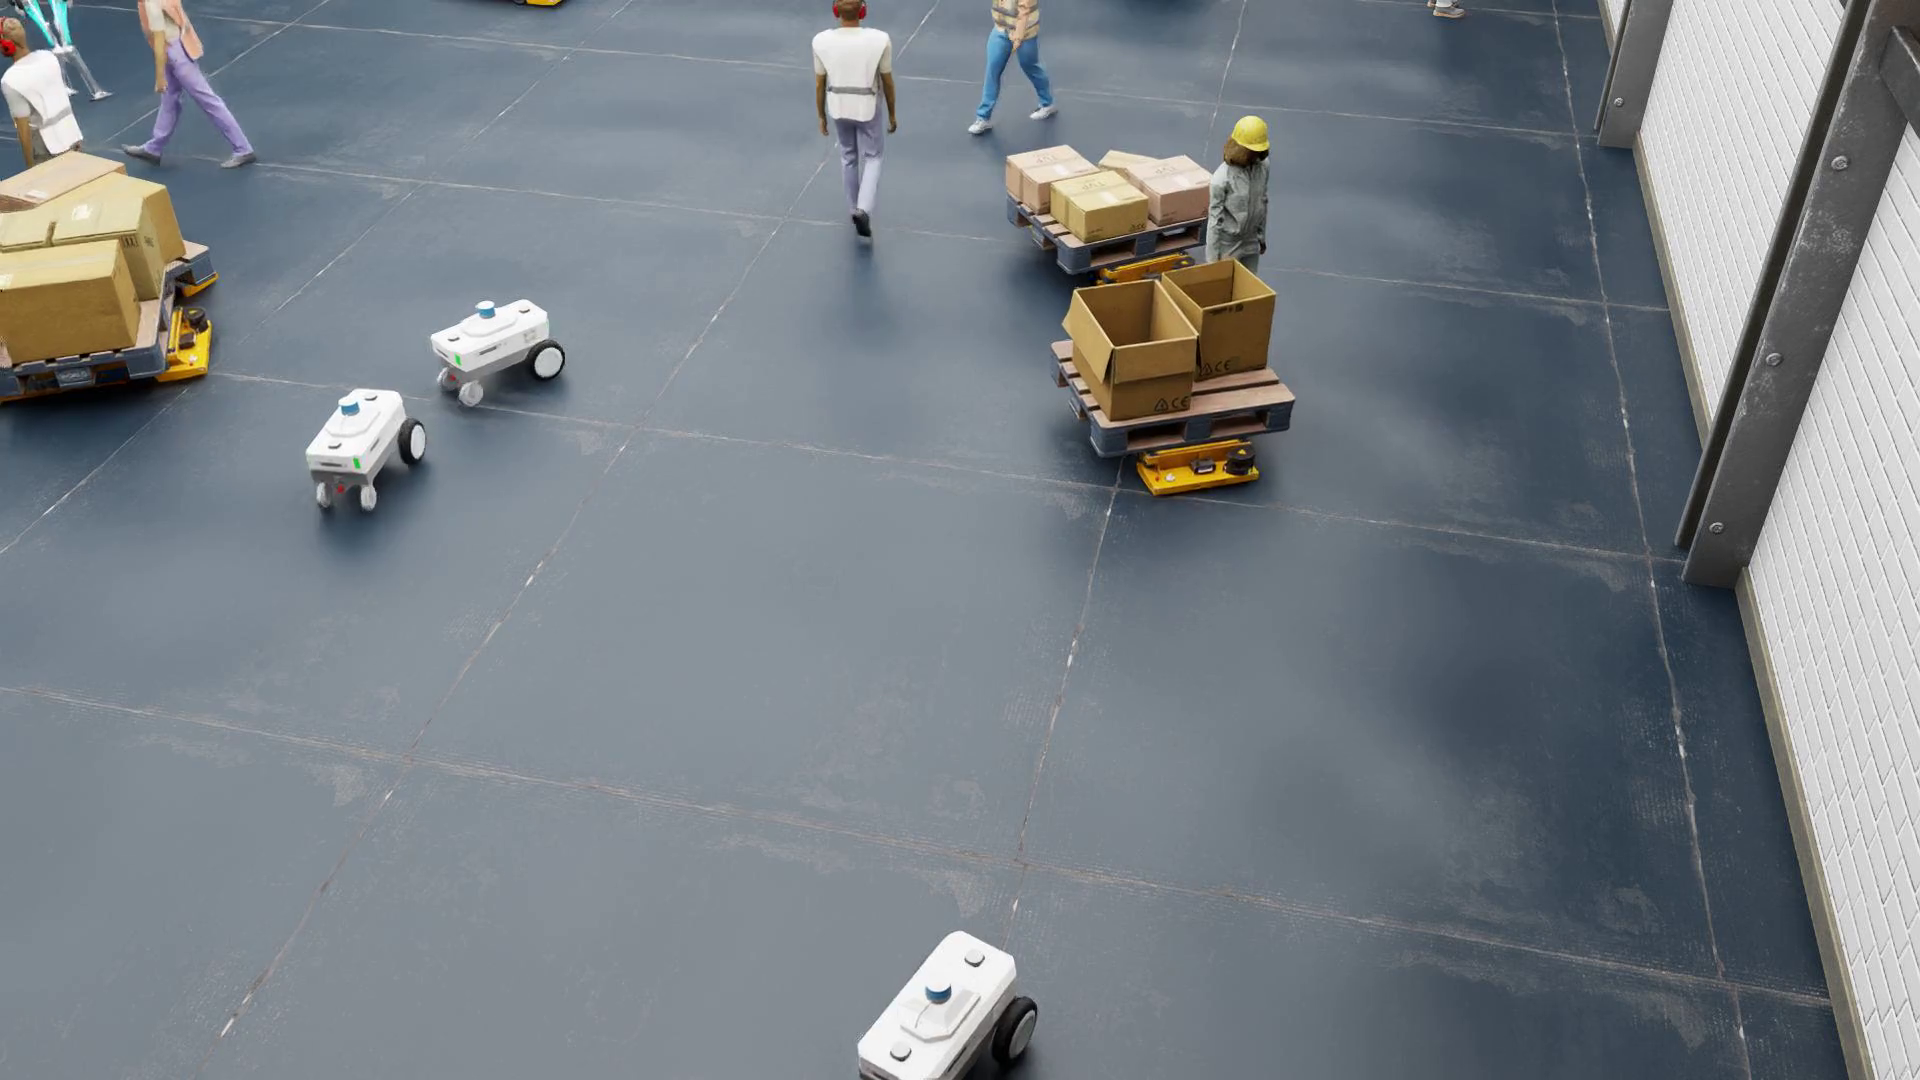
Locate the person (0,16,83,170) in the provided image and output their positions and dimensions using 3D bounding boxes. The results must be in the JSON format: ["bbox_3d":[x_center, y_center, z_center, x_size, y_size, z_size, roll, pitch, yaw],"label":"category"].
[{"bbox_3d":[-6.348,-2.748,11.600,0.739,1.822,0.575,3,37,4],"label":"person"}]

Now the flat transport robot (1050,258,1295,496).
[{"bbox_3d":[1.257,-0.771,10.250,0.659,0.231,1.431,-9,38,-12],"label":"flat transport robot"}]

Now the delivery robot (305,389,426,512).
[{"bbox_3d":[-3.513,-0.578,9.750,0.499,0.591,0.768,4,37,5],"label":"delivery robot"}]

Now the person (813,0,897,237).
[{"bbox_3d":[-0.753,-3.084,12.042,0.580,1.823,0.662,5,37,7],"label":"person"}]

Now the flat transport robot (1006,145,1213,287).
[{"bbox_3d":[1.090,-2.154,12.102,0.659,0.231,1.431,-16,40,-20],"label":"flat transport robot"}]

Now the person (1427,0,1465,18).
[{"bbox_3d":[4.773,-5.969,15.858,0.349,1.882,0.582,2,37,2],"label":"person"}]

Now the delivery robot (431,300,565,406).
[{"bbox_3d":[-2.976,-1.249,10.646,0.784,0.589,0.499,-30,46,-34],"label":"delivery robot"}]

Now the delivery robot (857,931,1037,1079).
[{"bbox_3d":[-0.078,1.880,6.465,0.524,0.596,0.767,21,42,25],"label":"delivery robot"}]

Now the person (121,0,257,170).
[{"bbox_3d":[-6.183,-3.726,12.942,1.001,1.786,0.604,-15,39,-19],"label":"person"}]

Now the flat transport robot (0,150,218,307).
[{"bbox_3d":[-5.879,-1.622,11.389,0.659,0.231,1.431,16,40,21],"label":"flat transport robot"}]

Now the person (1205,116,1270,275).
[{"bbox_3d":[1.749,-1.853,10.477,0.489,1.731,0.321,-26,44,-30],"label":"person"}]

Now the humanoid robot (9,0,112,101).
[{"bbox_3d":[-7.782,-4.572,14.112,0.568,1.774,0.805,-17,40,-21],"label":"humanoid robot"}]

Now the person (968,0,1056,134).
[{"bbox_3d":[0.467,-4.221,13.689,0.876,1.674,0.486,-30,46,-34],"label":"person"}]

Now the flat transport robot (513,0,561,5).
[{"bbox_3d":[-4.583,-5.640,16.766,1.431,0.231,0.659,10,38,14],"label":"flat transport robot"}]

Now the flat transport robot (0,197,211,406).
[{"bbox_3d":[-5.660,-1.192,10.813,1.431,0.231,0.659,-11,38,-14],"label":"flat transport robot"}]
